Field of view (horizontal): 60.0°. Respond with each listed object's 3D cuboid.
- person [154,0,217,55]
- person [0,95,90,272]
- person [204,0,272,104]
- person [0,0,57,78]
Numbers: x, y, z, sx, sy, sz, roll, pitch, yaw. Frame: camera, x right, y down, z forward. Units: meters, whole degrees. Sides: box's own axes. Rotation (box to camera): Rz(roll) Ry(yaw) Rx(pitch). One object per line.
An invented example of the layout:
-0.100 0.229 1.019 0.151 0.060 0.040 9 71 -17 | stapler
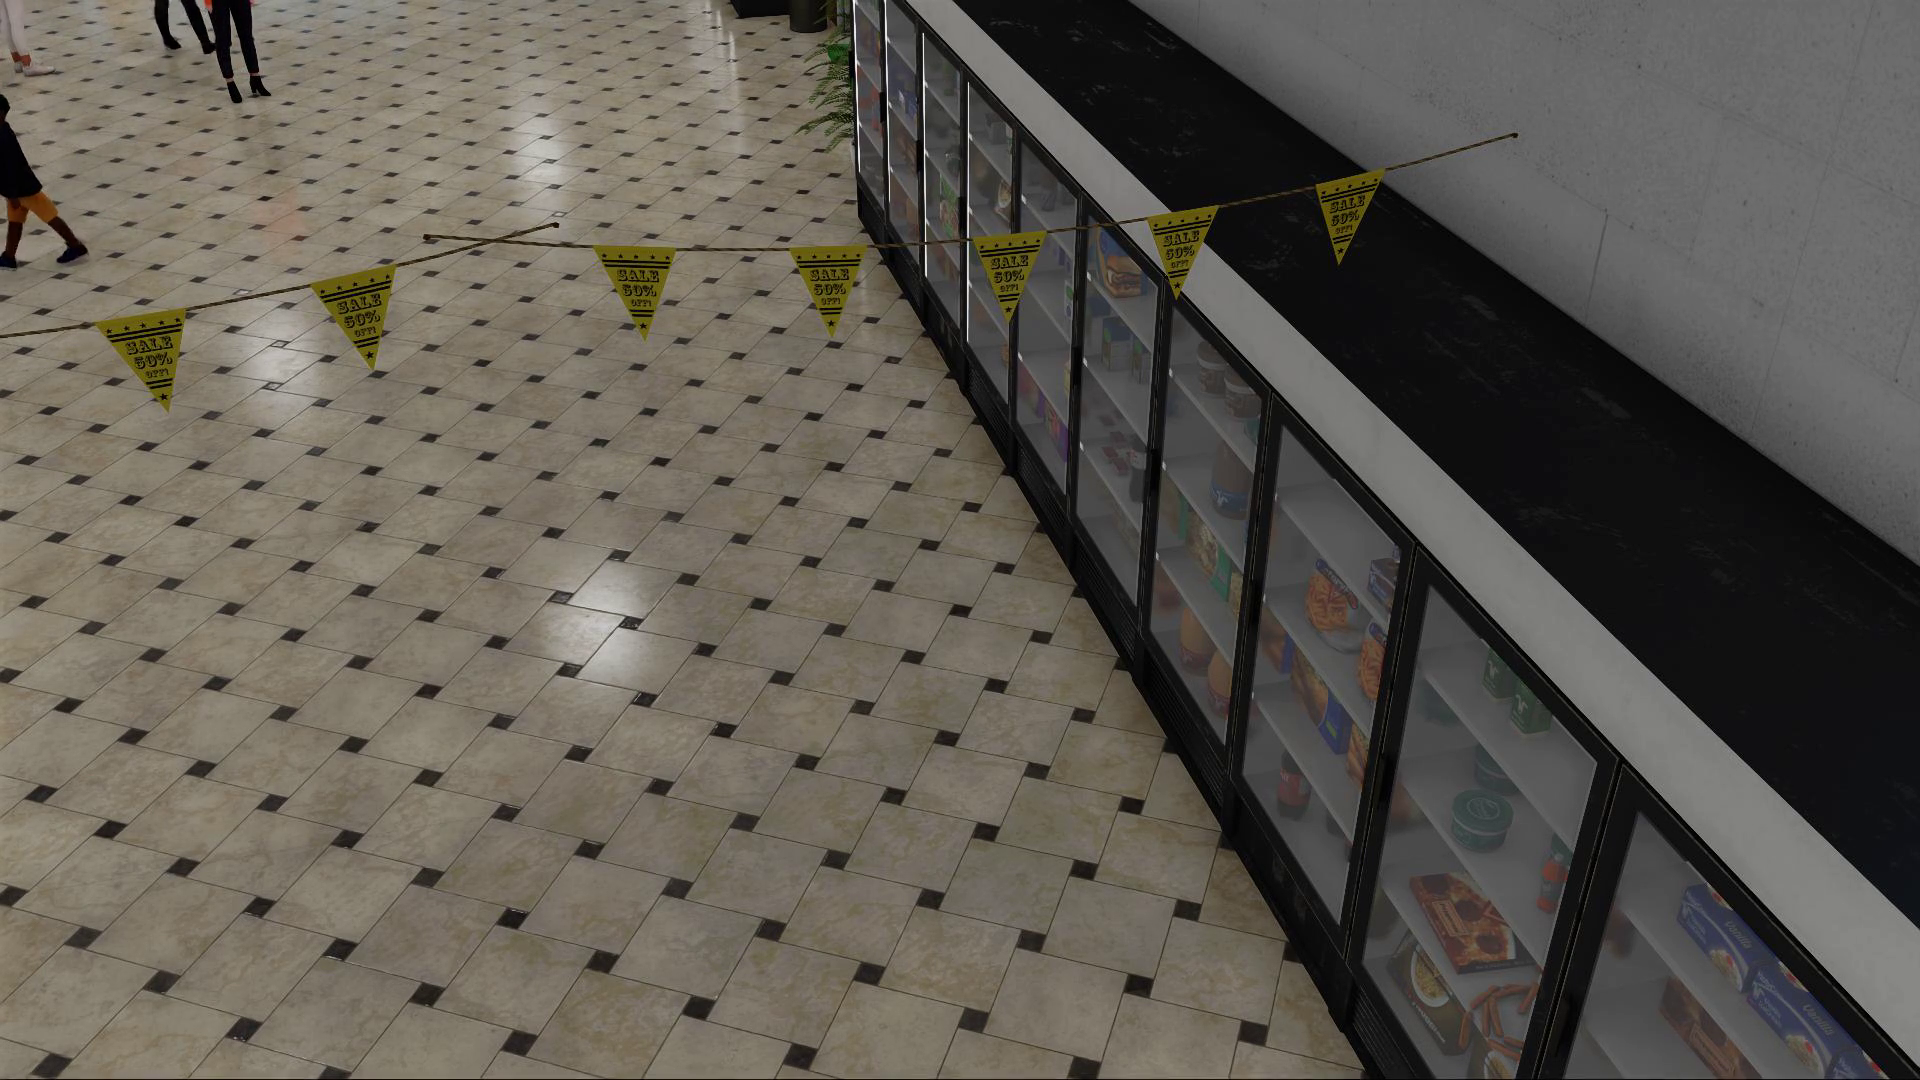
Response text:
-7.649 -5.469 15.889 1.115 1.637 1.099 20 37 29 | person
-6.383 -2.454 11.417 0.965 1.242 0.744 -23 39 -32 | person
-6.477 -4.785 14.685 0.766 1.748 0.659 27 41 36 | person
-8.828 -5.159 15.329 0.689 1.703 0.694 27 41 36 | person
